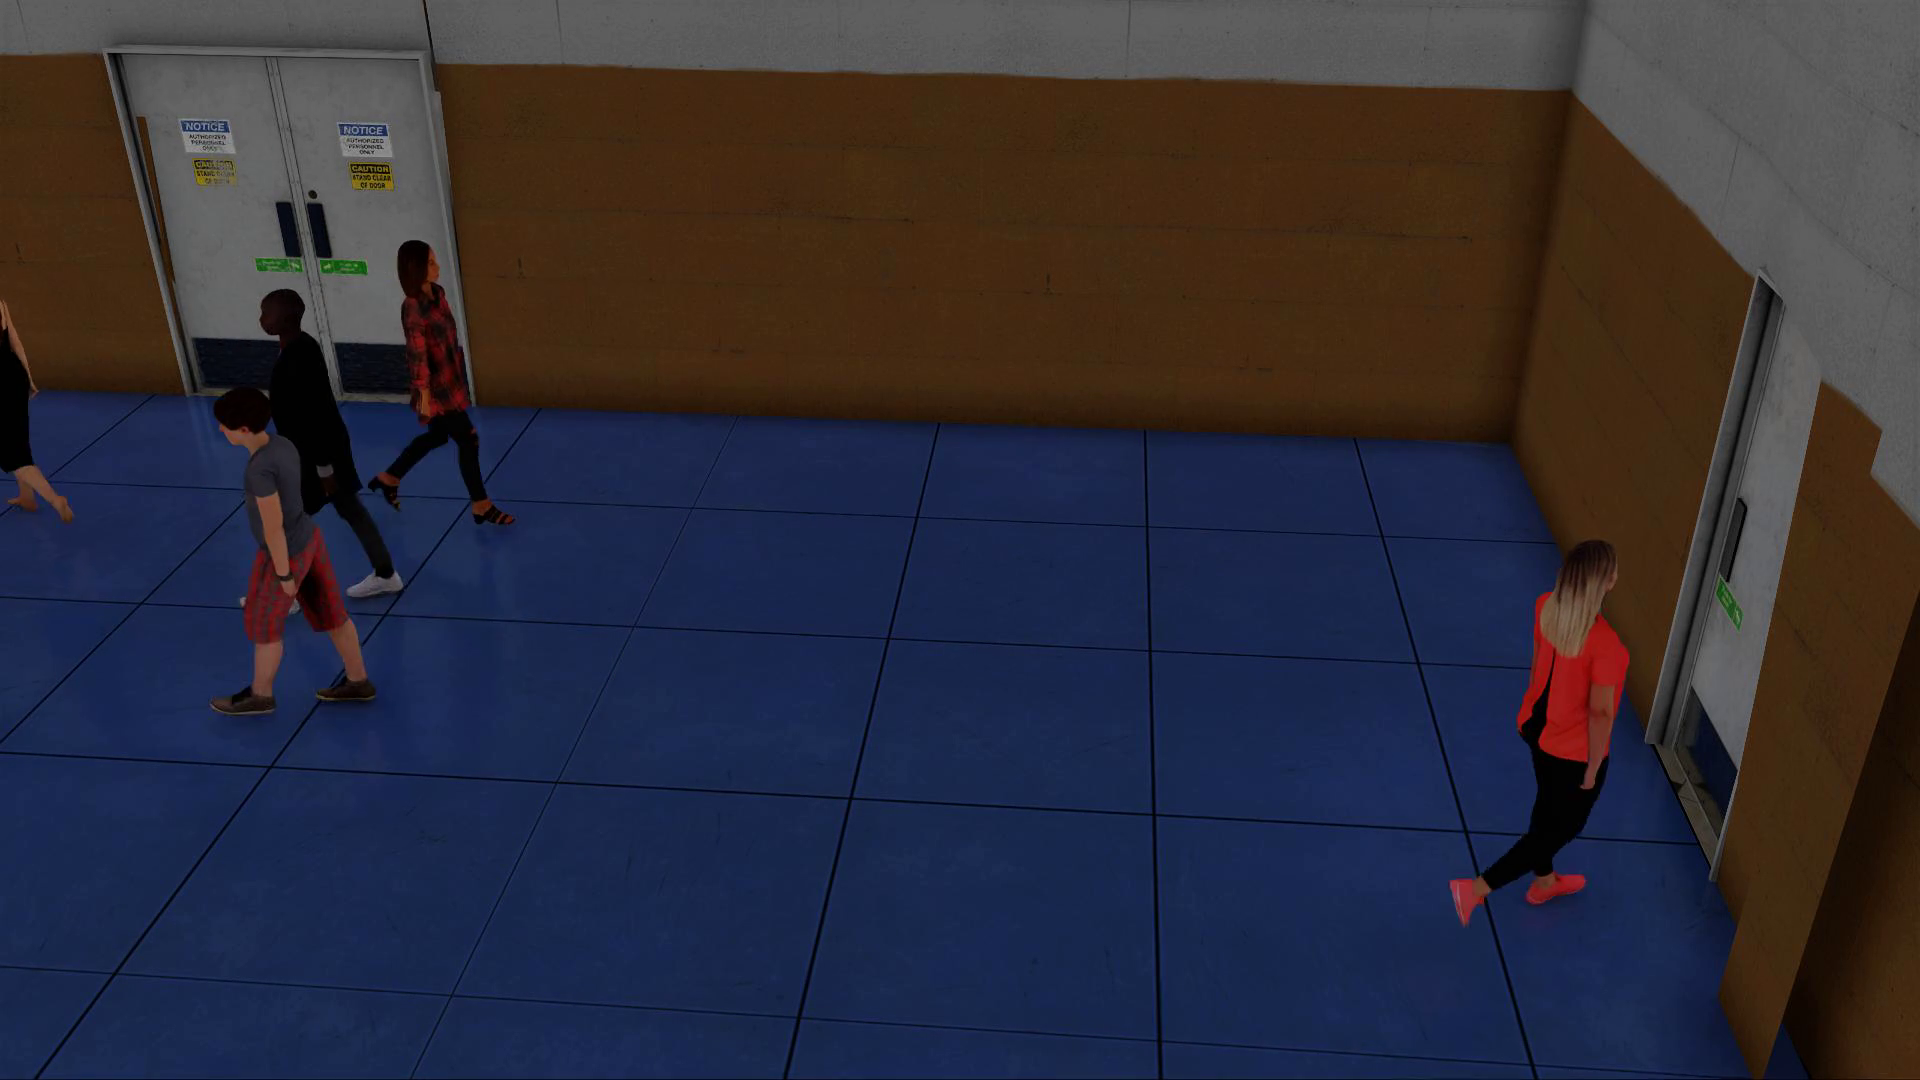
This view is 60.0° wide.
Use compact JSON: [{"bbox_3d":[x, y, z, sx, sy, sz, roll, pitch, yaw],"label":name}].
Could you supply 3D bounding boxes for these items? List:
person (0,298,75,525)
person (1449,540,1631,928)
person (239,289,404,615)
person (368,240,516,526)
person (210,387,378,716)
[{"bbox_3d":[-5.277,-0.789,9.207,0.899,1.601,0.998,16,33,27],"label":"person"},{"bbox_3d":[2.193,0.776,6.261,0.921,1.677,1.014,-11,30,-19],"label":"person"},{"bbox_3d":[-3.148,-0.443,8.434,0.910,1.733,1.038,-6,29,-11],"label":"person"},{"bbox_3d":[-2.968,-0.831,9.207,0.738,1.674,1.000,-1,29,-2],"label":"person"},{"bbox_3d":[-2.973,0.068,7.597,0.734,1.625,0.910,0,29,-1],"label":"person"}]
